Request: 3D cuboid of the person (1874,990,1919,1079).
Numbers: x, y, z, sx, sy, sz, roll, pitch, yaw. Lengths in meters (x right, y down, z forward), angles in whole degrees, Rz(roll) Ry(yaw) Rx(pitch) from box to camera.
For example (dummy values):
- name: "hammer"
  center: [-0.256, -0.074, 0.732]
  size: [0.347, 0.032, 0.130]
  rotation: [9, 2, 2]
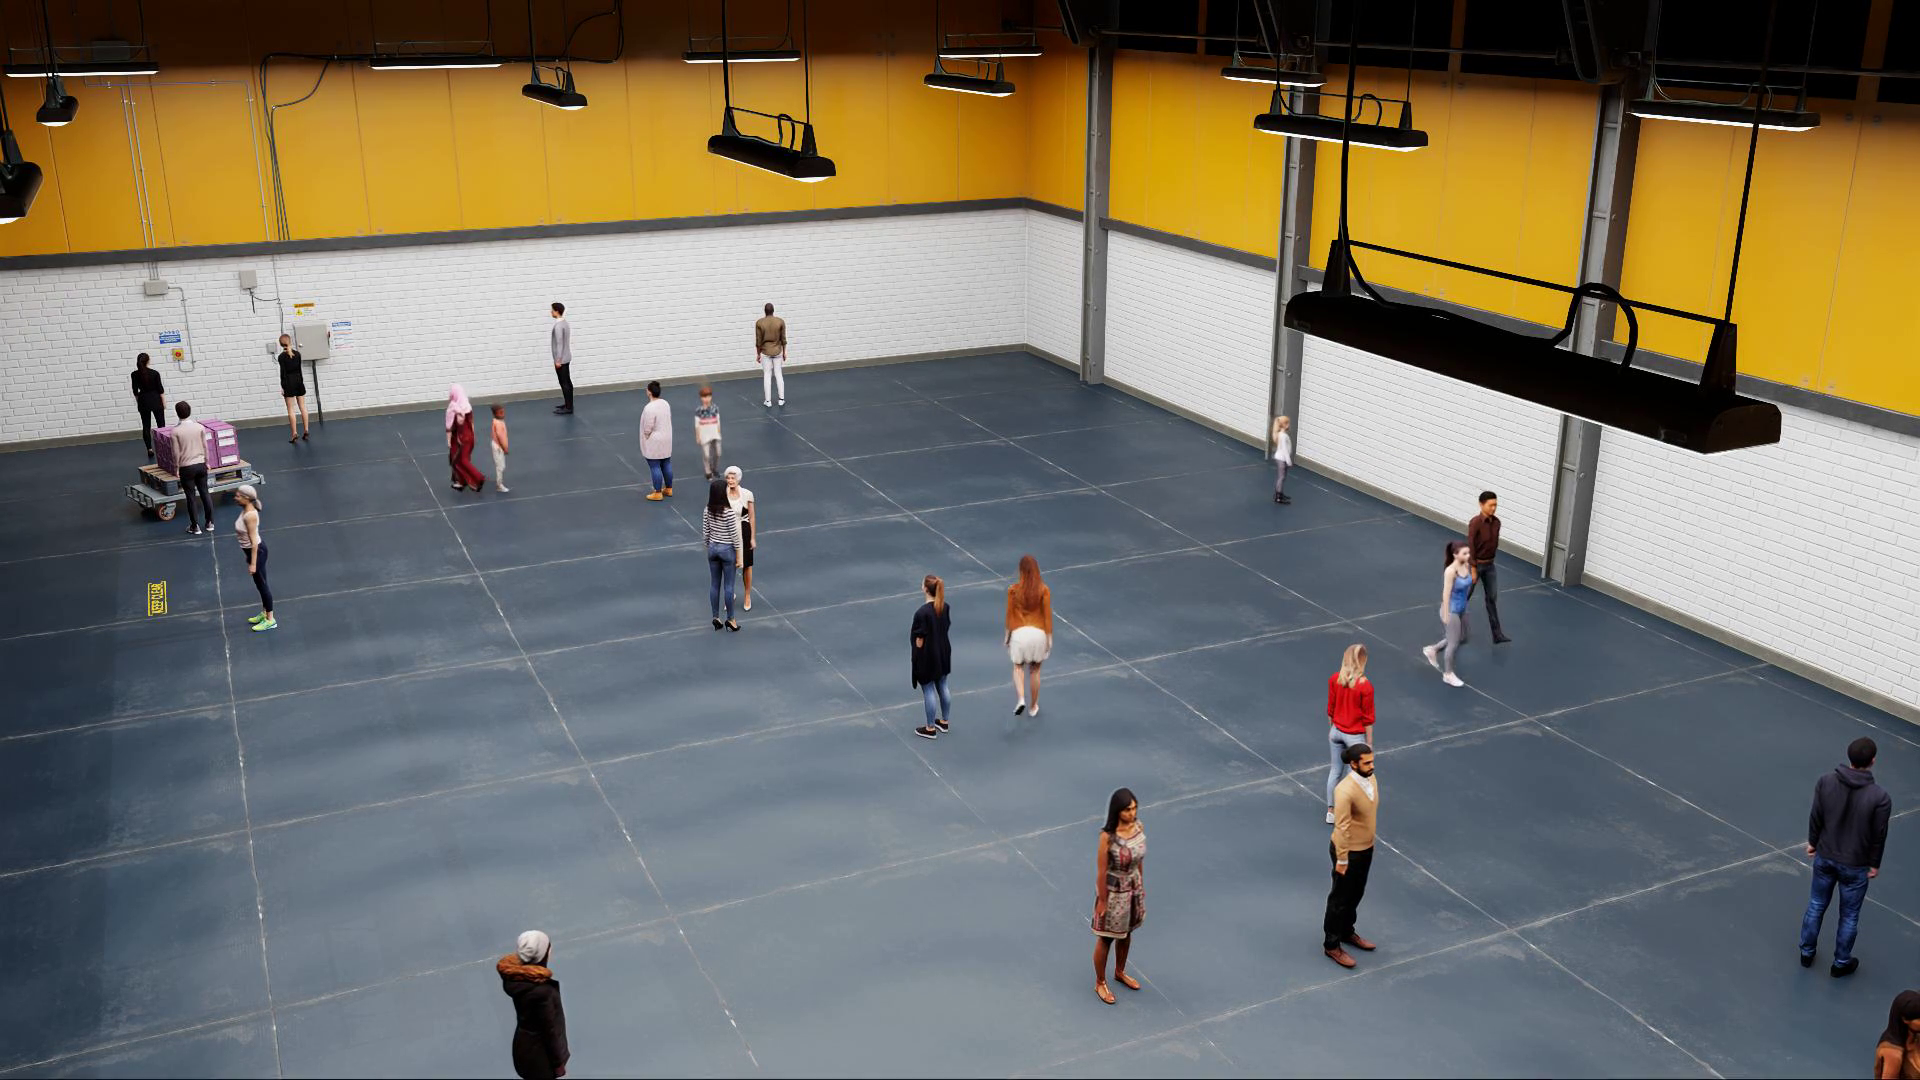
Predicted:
- name: "person"
  center: [5.401, 3.365, 9.677]
  size: [0.619, 1.690, 0.632]
  rotation: [16, 25, 40]

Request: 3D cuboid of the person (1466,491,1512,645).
- name: "person"
  center: [5.789, 0.285, 18.740]
  size: [0.686, 1.743, 1.038]
  rotation: [-8, 20, -22]

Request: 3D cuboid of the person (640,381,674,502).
- name: "person"
  center: [-4.338, -1.443, 23.870]
  size: [0.823, 1.743, 0.798]
  rotation: [11, 21, 29]

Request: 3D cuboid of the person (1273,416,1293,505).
- name: "person"
  center: [4.574, -1.150, 23.731]
  size: [0.669, 1.276, 0.602]
  rotation: [2, 19, 6]

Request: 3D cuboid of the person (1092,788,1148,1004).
- name: "person"
  center: [1.168, 2.557, 12.145]
  size: [0.698, 1.645, 0.612]
  rotation: [-14, 23, -36]

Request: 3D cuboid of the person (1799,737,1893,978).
- name: "person"
  center: [6.566, 2.349, 12.372]
  size: [0.648, 1.895, 0.805]
  rotation: [17, 25, 41]

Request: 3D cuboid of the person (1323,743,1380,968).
- name: "person"
  center: [2.978, 2.344, 12.608]
  size: [0.733, 1.754, 0.748]
  rotation: [15, 24, 37]

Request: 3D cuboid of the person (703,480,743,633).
- name: "person"
  center: [-2.716, 0.178, 18.975]
  size: [0.638, 1.795, 0.728]
  rotation: [9, 21, 25]

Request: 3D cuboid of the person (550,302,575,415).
- name: "person"
  center: [-6.846, -3.140, 28.630]
  size: [0.883, 1.922, 0.703]
  rotation: [-1, 19, -3]

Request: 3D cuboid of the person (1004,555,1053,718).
- name: "person"
  center: [0.675, 1.011, 16.652]
  size: [0.803, 1.699, 0.875]
  rotation: [2, 19, 6]

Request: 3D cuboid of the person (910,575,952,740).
- name: "person"
  center: [-0.261, 1.131, 16.322]
  size: [0.696, 1.683, 0.671]
  rotation: [-17, 25, -41]

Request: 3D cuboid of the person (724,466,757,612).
- name: "person"
  center: [-2.639, -0.025, 19.641]
  size: [0.716, 1.755, 0.713]
  rotation: [2, 19, 6]

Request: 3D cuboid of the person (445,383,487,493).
- name: "person"
  center: [-7.173, -1.446, 24.077]
  size: [1.054, 1.616, 0.938]
  rotation: [11, 21, 28]

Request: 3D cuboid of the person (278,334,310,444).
- name: "person"
  center: [-10.773, -2.457, 26.840]
  size: [0.675, 1.768, 0.648]
  rotation: [11, 21, 29]

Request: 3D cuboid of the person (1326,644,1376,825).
- name: "person"
  center: [3.404, 1.711, 14.564]
  size: [0.735, 1.704, 0.562]
  rotation: [-17, 25, -41]

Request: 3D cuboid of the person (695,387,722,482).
- name: "person"
  center: [-3.760, -1.596, 24.816]
  size: [0.551, 1.429, 0.536]
  rotation: [-7, 20, -19]

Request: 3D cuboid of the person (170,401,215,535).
- name: "person"
  center: [-10.349, -0.987, 22.413]
  size: [0.671, 1.809, 0.693]
  rotation: [17, 25, 41]

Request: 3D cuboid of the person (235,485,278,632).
- name: "person"
  center: [-8.088, 0.182, 19.109]
  size: [0.662, 1.703, 0.479]
  rotation: [-10, 21, -27]

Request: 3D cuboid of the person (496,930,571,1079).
- name: "person"
  center: [-2.625, 3.164, 10.356]
  size: [0.737, 1.636, 0.607]
  rotation: [-14, 23, -35]

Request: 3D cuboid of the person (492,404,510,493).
- name: "person"
  center: [-6.785, -1.386, 24.400]
  size: [0.794, 1.297, 0.511]
  rotation: [-8, 20, -21]

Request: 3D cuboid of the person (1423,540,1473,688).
- name: "person"
  center: [5.178, 0.748, 17.593]
  size: [0.869, 1.596, 0.725]
  rotation: [18, 25, 42]

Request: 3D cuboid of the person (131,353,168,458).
- name: "person"
  center: [-12.639, -2.103, 25.957]
  size: [0.668, 1.661, 0.651]
  rotation: [-2, 19, -7]

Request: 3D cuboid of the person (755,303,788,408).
- name: "person"
  center: [-3.301, -3.255, 29.122]
  size: [0.761, 1.825, 0.654]
  rotation: [-4, 19, -13]
